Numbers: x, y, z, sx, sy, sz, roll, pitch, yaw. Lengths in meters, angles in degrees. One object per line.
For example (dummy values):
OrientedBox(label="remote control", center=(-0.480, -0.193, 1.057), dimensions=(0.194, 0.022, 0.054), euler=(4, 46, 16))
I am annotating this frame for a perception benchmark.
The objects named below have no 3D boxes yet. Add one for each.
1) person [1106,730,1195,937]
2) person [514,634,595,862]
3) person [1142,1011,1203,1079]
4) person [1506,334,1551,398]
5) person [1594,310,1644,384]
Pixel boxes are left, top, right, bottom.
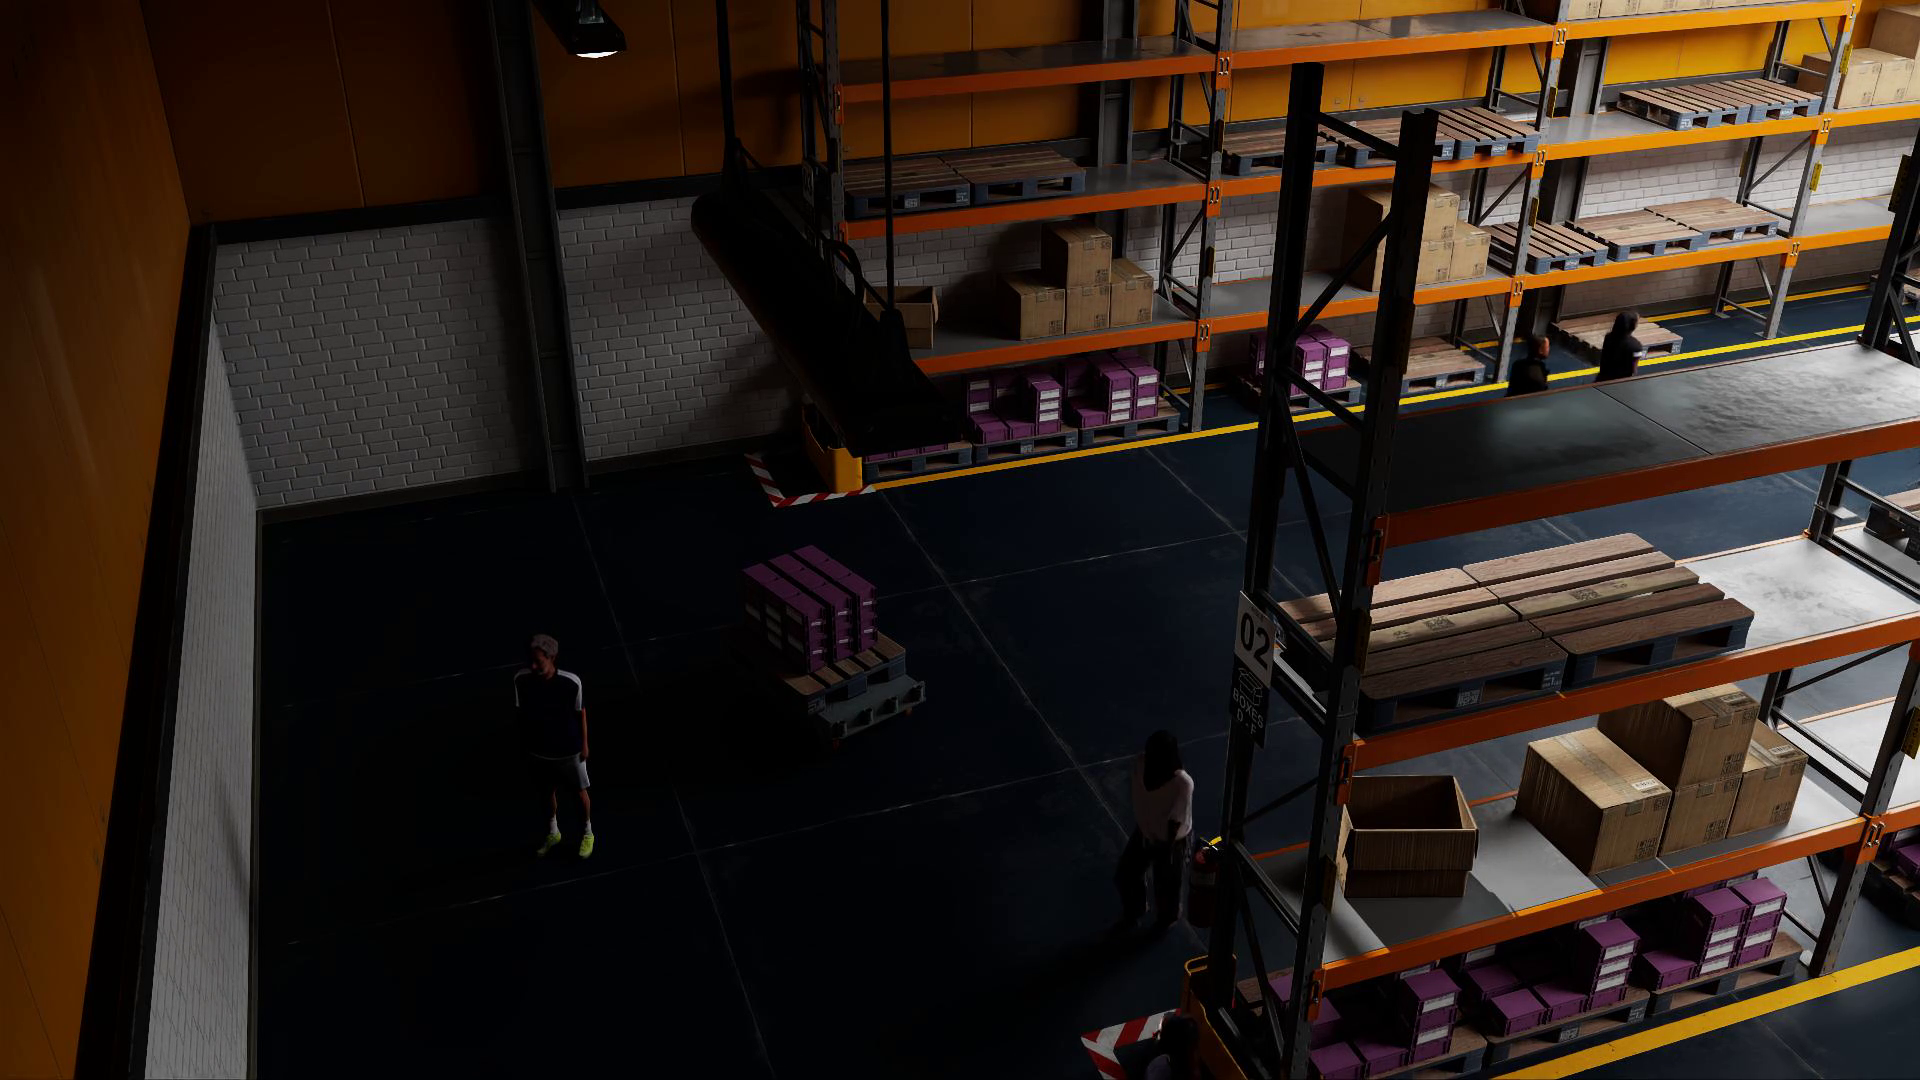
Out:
OrientedBox(label="person", center=(1.379, 1.905, 10.920), dimensions=(0.884, 1.659, 0.820), euler=(-22, 36, -35))
OrientedBox(label="person", center=(-2.825, 1.426, 11.613), dimensions=(0.627, 1.836, 0.769), euler=(2, 29, 4))
OrientedBox(label="person", center=(1.188, 3.130, 8.718), dimensions=(1.073, 1.618, 0.849), euler=(2, 29, 4))
OrientedBox(label="person", center=(5.381, -1.085, 16.163), dimensions=(1.179, 1.887, 0.913), euler=(-1, 29, -1))
OrientedBox(label="person", center=(6.695, -1.523, 17.181), dimensions=(1.224, 1.682, 0.867), euler=(-20, 34, -32))
